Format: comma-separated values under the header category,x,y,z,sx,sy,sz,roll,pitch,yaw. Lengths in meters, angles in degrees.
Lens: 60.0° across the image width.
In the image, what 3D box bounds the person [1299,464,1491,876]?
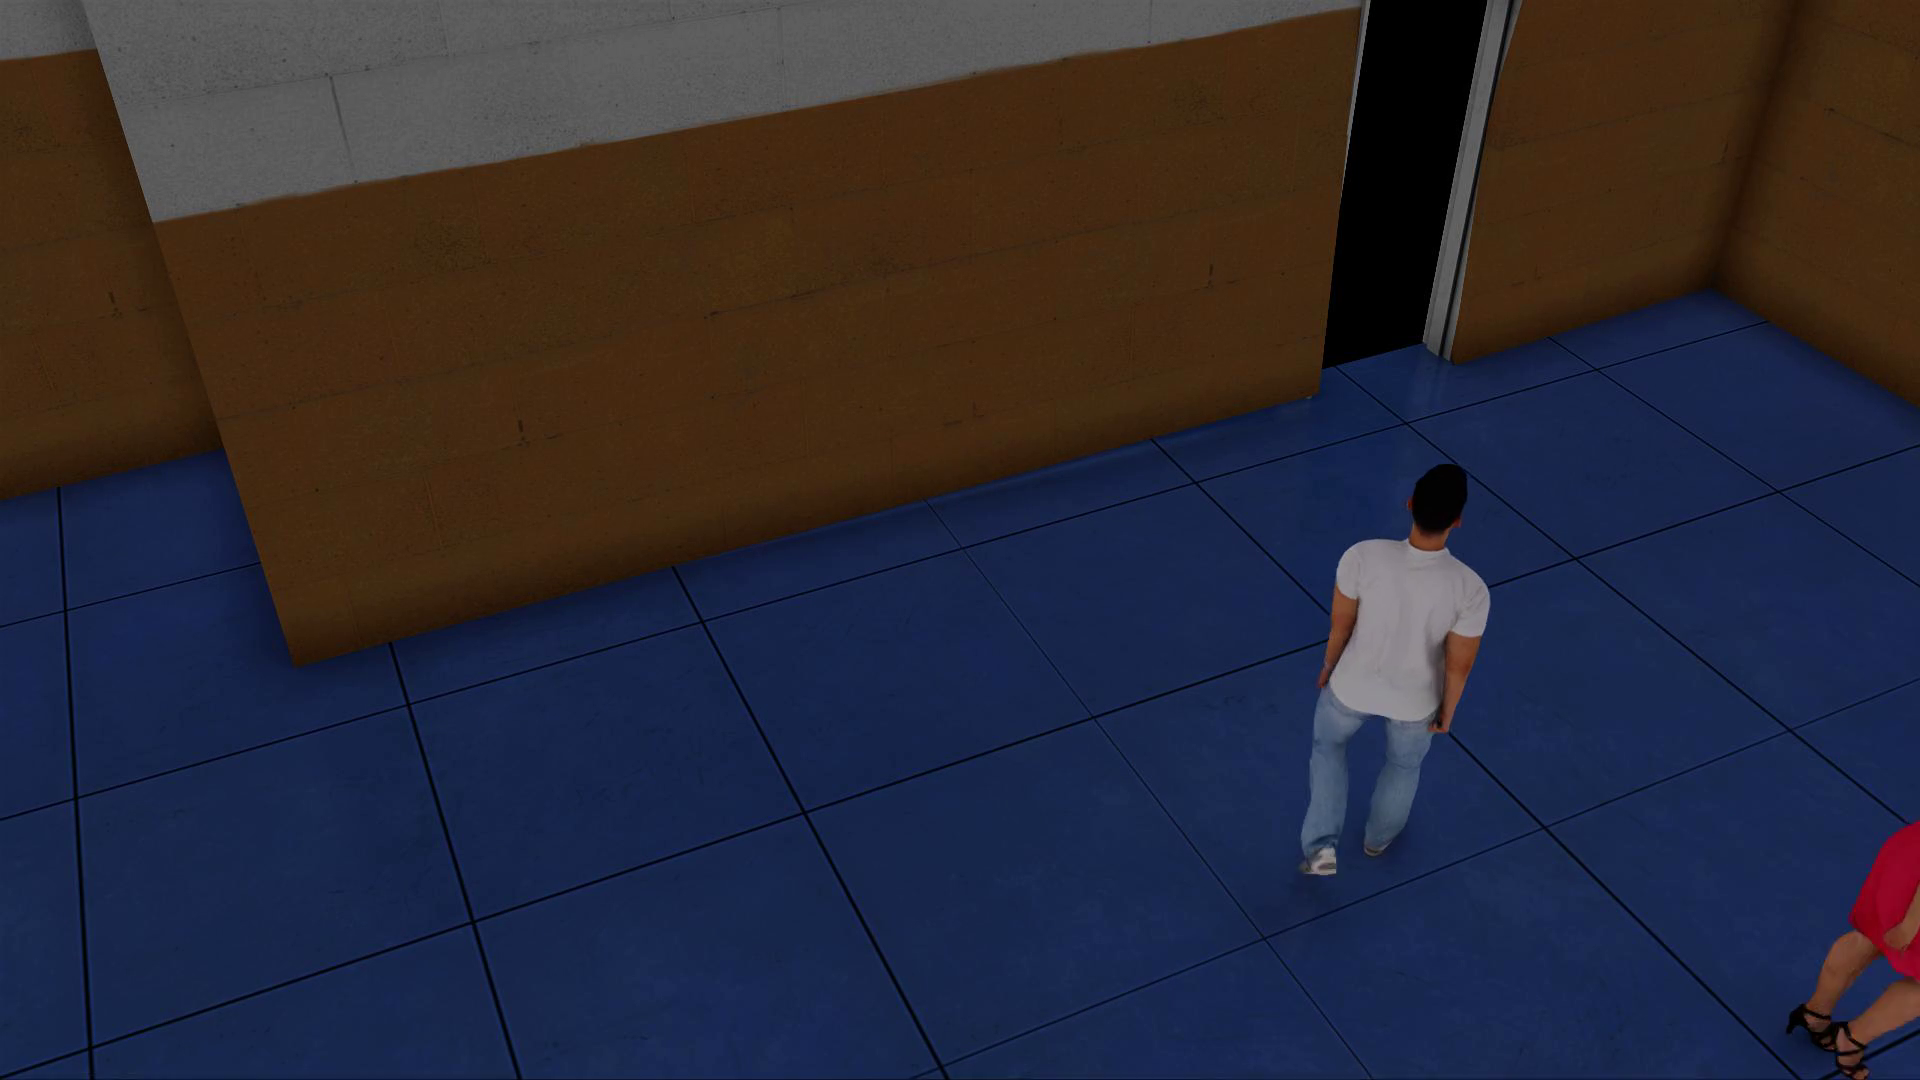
category,x,y,z,sx,sy,sz,roll,pitch,yaw
person,1.504,0.538,5.943,0.989,1.847,1.042,14,39,18

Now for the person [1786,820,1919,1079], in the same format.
category,x,y,z,sx,sy,sz,roll,pitch,yaw
person,2.987,1.081,5.330,0.777,1.715,0.720,15,40,19
